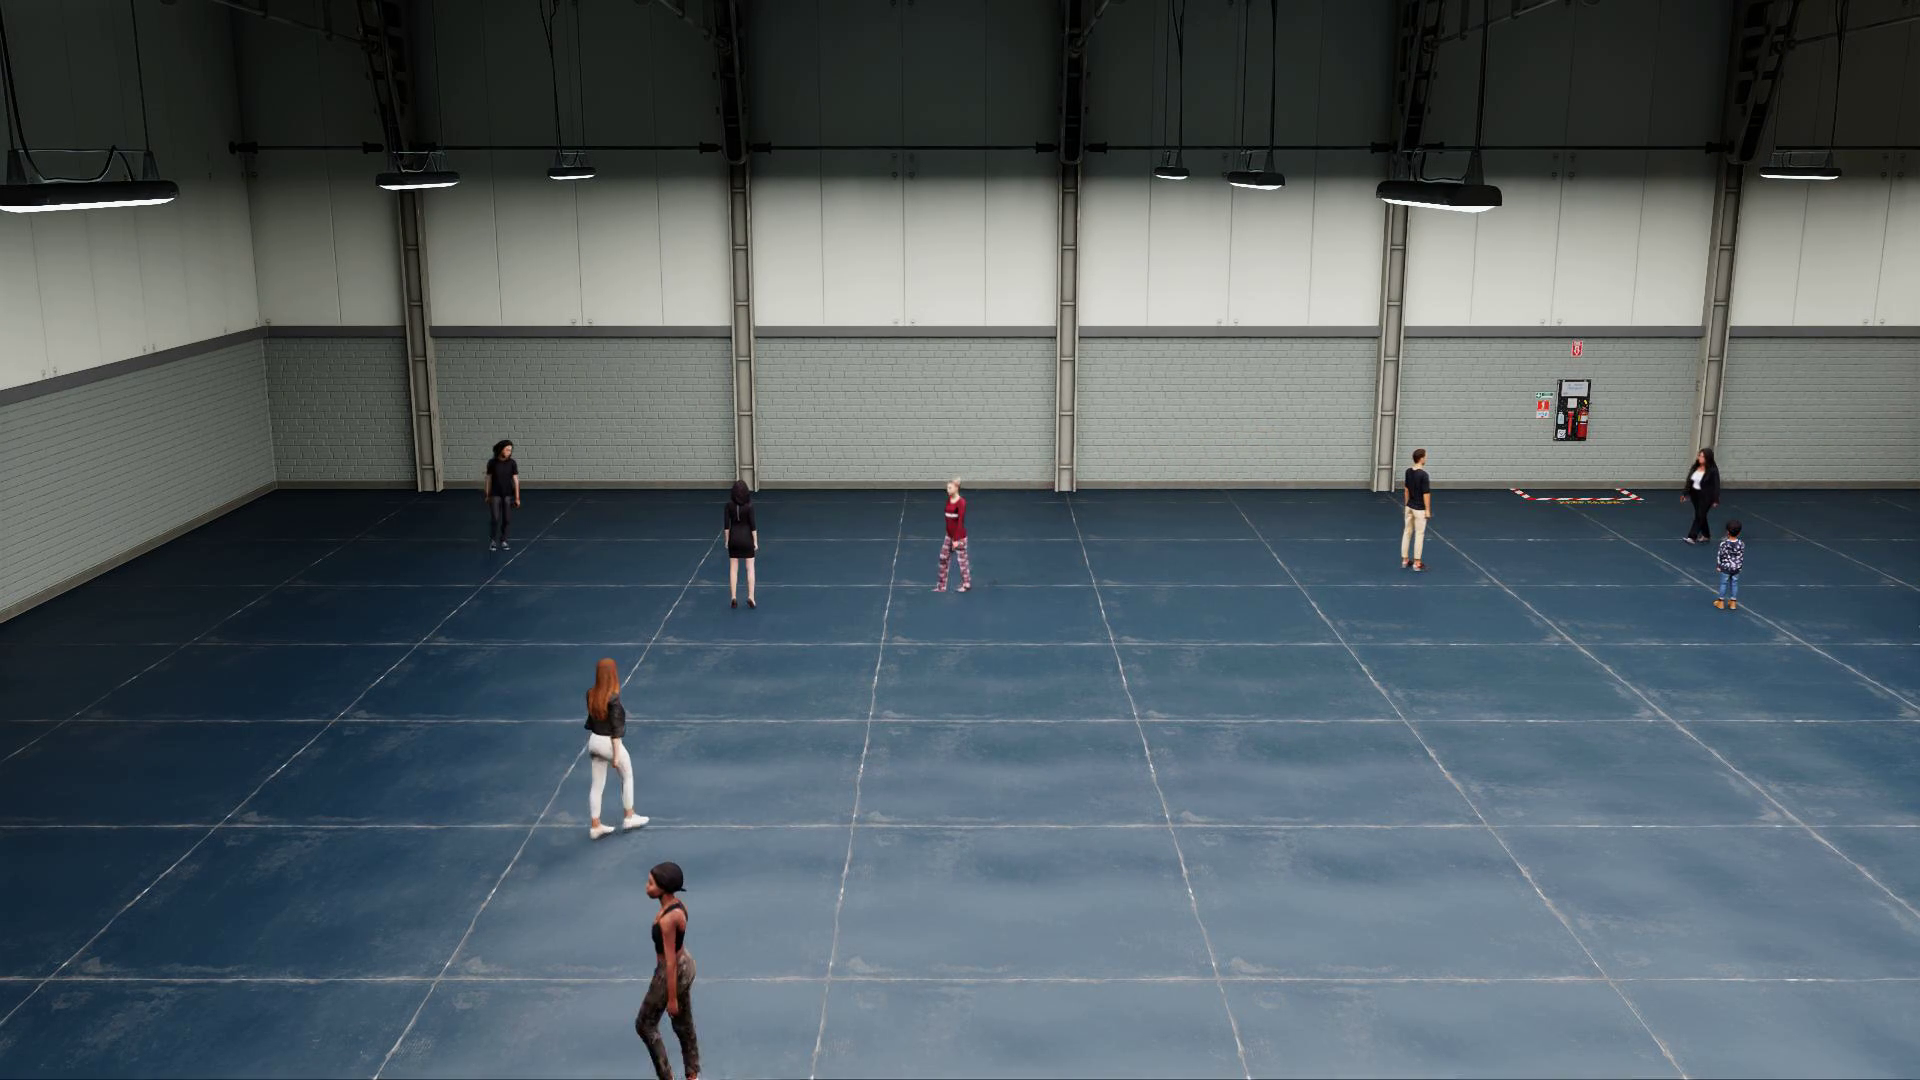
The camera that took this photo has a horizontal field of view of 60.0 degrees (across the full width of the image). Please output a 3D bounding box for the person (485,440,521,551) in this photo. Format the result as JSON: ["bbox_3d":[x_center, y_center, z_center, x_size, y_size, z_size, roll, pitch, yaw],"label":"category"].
[{"bbox_3d":[-7.335,-0.721,26.487,0.744,1.796,0.847,-2,13,-10],"label":"person"}]

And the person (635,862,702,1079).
[{"bbox_3d":[-1.812,2.923,10.986,0.623,1.689,0.604,0,13,-2],"label":"person"}]

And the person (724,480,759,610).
[{"bbox_3d":[-3.044,0.066,23.073,0.494,1.803,0.702,1,13,6],"label":"person"}]

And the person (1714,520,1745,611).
[{"bbox_3d":[10.708,0.339,23.114,0.461,1.252,0.575,2,13,8],"label":"person"}]

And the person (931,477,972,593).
[{"bbox_3d":[0.010,-0.056,23.876,1.012,1.678,0.924,-11,17,-38],"label":"person"}]

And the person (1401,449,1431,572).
[{"bbox_3d":[6.938,-0.476,25.287,0.704,1.859,0.715,-7,15,-29],"label":"person"}]

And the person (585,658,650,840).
[{"bbox_3d":[-3.302,1.935,15.264,0.874,1.684,0.893,8,15,31],"label":"person"}]

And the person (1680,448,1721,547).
[{"bbox_3d":[12.028,-0.682,26.818,1.155,1.570,0.965,-7,15,-28],"label":"person"}]
